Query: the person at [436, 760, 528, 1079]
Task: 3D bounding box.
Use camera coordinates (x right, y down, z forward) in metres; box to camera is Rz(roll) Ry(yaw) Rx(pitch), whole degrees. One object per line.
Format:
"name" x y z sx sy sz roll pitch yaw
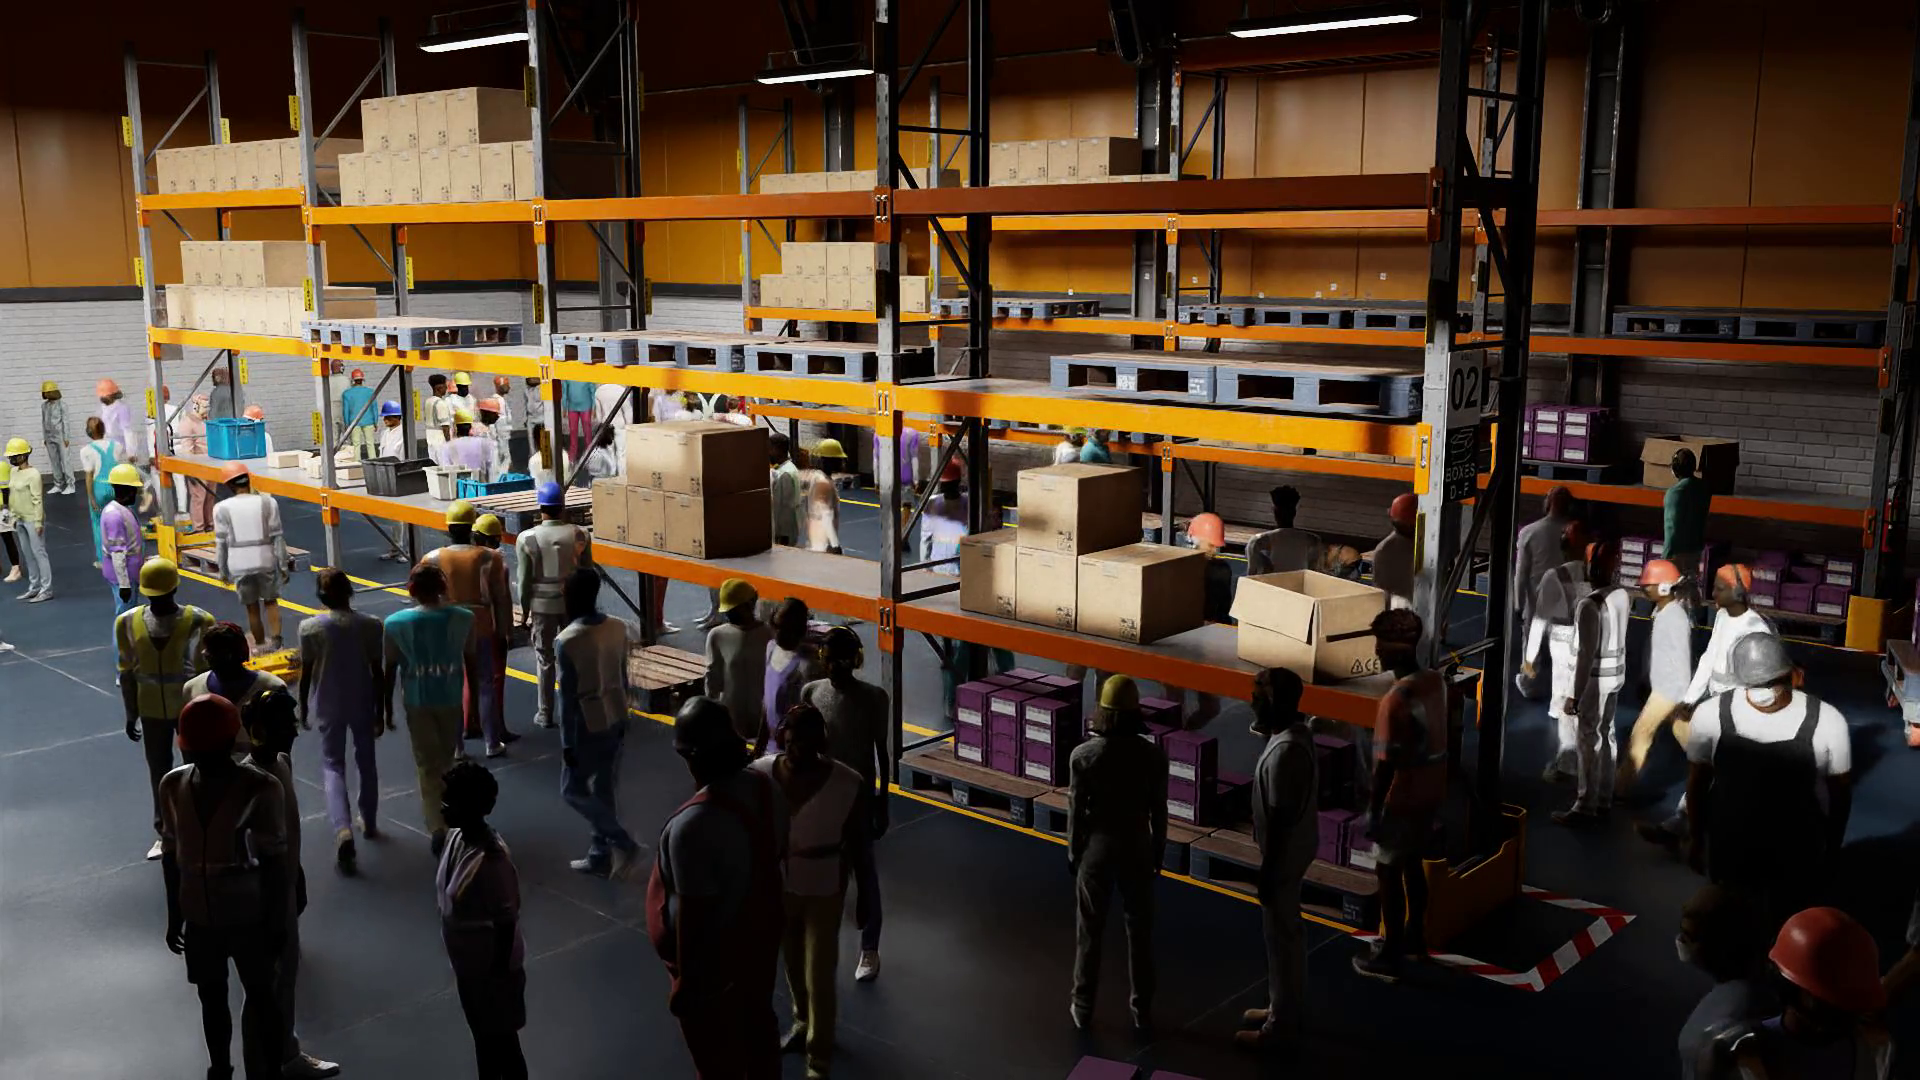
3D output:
"person" -1.973 1.732 6.868 0.322 1.696 0.536 -7 12 -36

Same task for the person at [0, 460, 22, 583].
"person" -10.888 -0.355 18.711 0.530 1.690 0.322 2 10 12

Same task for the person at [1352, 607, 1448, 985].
"person" 2.295 1.302 8.575 0.405 1.954 0.669 7 12 35

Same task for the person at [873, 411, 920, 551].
"person" -0.774 -0.778 20.417 0.570 1.919 0.650 0 10 1

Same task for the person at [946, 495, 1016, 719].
"person" 0.225 0.574 12.960 0.600 1.859 1.028 -9 13 -40

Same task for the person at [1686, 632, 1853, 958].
"person" 3.782 1.384 7.865 0.715 2.000 0.543 7 12 34

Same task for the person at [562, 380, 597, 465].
"person" -6.575 -2.281 28.716 0.614 1.993 0.395 1 10 7

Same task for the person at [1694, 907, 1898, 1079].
"person" 2.285 1.970 4.550 0.616 2.040 0.382 -3 10 -16

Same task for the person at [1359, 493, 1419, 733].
"person" 3.233 0.611 12.433 0.641 1.977 0.555 -9 13 -41

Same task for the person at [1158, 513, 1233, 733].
"person" 1.605 0.766 11.564 0.666 1.964 0.505 -4 11 -20

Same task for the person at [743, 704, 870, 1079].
"person" -0.683 1.573 7.508 0.584 1.804 0.678 2 10 13

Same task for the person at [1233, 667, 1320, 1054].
"person" 1.509 1.493 7.823 0.342 1.839 0.502 4 11 20

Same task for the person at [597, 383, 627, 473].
"person" -5.639 -1.934 26.956 0.474 1.923 0.648 8 13 38

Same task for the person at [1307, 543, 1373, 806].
"person" 2.605 0.903 11.295 0.620 1.795 0.964 -10 14 -44

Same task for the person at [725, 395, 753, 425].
"person" -2.995 -1.019 22.041 0.563 1.836 0.383 5 11 25

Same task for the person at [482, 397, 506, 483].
"person" -6.709 -1.242 23.884 0.391 1.621 0.536 -6 12 -32

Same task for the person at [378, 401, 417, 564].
"person" -6.726 -0.696 19.890 0.602 1.948 0.385 7 12 33

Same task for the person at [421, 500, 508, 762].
"person" -3.639 0.666 12.249 0.594 1.924 0.384 -3 10 -16

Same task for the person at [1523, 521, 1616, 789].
"person" 4.283 0.796 11.692 0.694 1.857 0.558 -4 11 -20

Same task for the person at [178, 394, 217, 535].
"person" -9.634 -0.906 21.207 0.410 1.905 0.640 1 10 5

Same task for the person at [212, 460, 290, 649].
"person" -6.292 0.235 14.794 0.592 1.895 0.477 -5 11 -26

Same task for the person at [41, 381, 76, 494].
"person" -13.804 -1.560 25.384 0.485 1.736 0.320 3 11 17

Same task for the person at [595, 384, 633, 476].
"person" -5.301 -1.701 25.598 0.632 1.940 0.372 4 11 21

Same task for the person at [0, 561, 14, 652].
"person" -9.128 0.201 15.423 0.484 1.735 0.311 0 10 0

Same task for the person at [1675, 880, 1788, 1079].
"person" 2.331 1.946 5.116 0.596 1.875 0.920 -8 13 -38

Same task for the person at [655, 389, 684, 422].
"person" -4.291 -1.593 25.139 0.623 1.890 0.987 3 10 15

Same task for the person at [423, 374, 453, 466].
"person" -7.440 -1.403 23.830 0.367 1.967 0.606 -9 14 -42

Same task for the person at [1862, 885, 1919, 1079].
"person" 4.501 1.490 7.449 0.814 1.992 0.588 -6 12 -32

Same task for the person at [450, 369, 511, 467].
"person" -7.994 -1.988 27.481 1.057 1.870 0.641 -2 10 -13

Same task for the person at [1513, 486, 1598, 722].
"person" 4.801 0.485 13.475 0.675 1.851 0.999 2 10 8

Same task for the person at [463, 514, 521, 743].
"person" -3.602 0.674 12.700 0.522 1.756 0.353 6 12 30

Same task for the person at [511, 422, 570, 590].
"person" -4.523 -0.337 18.058 0.931 1.882 0.608 6 12 30

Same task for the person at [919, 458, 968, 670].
"person" -0.078 0.221 14.783 0.573 1.918 0.439 1 10 8

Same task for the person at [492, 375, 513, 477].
"person" -6.806 -1.513 24.732 0.370 1.878 0.595 -3 10 -15

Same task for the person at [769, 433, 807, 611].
"person" -1.753 -0.135 16.841 0.399 1.909 0.606 -2 10 -9
